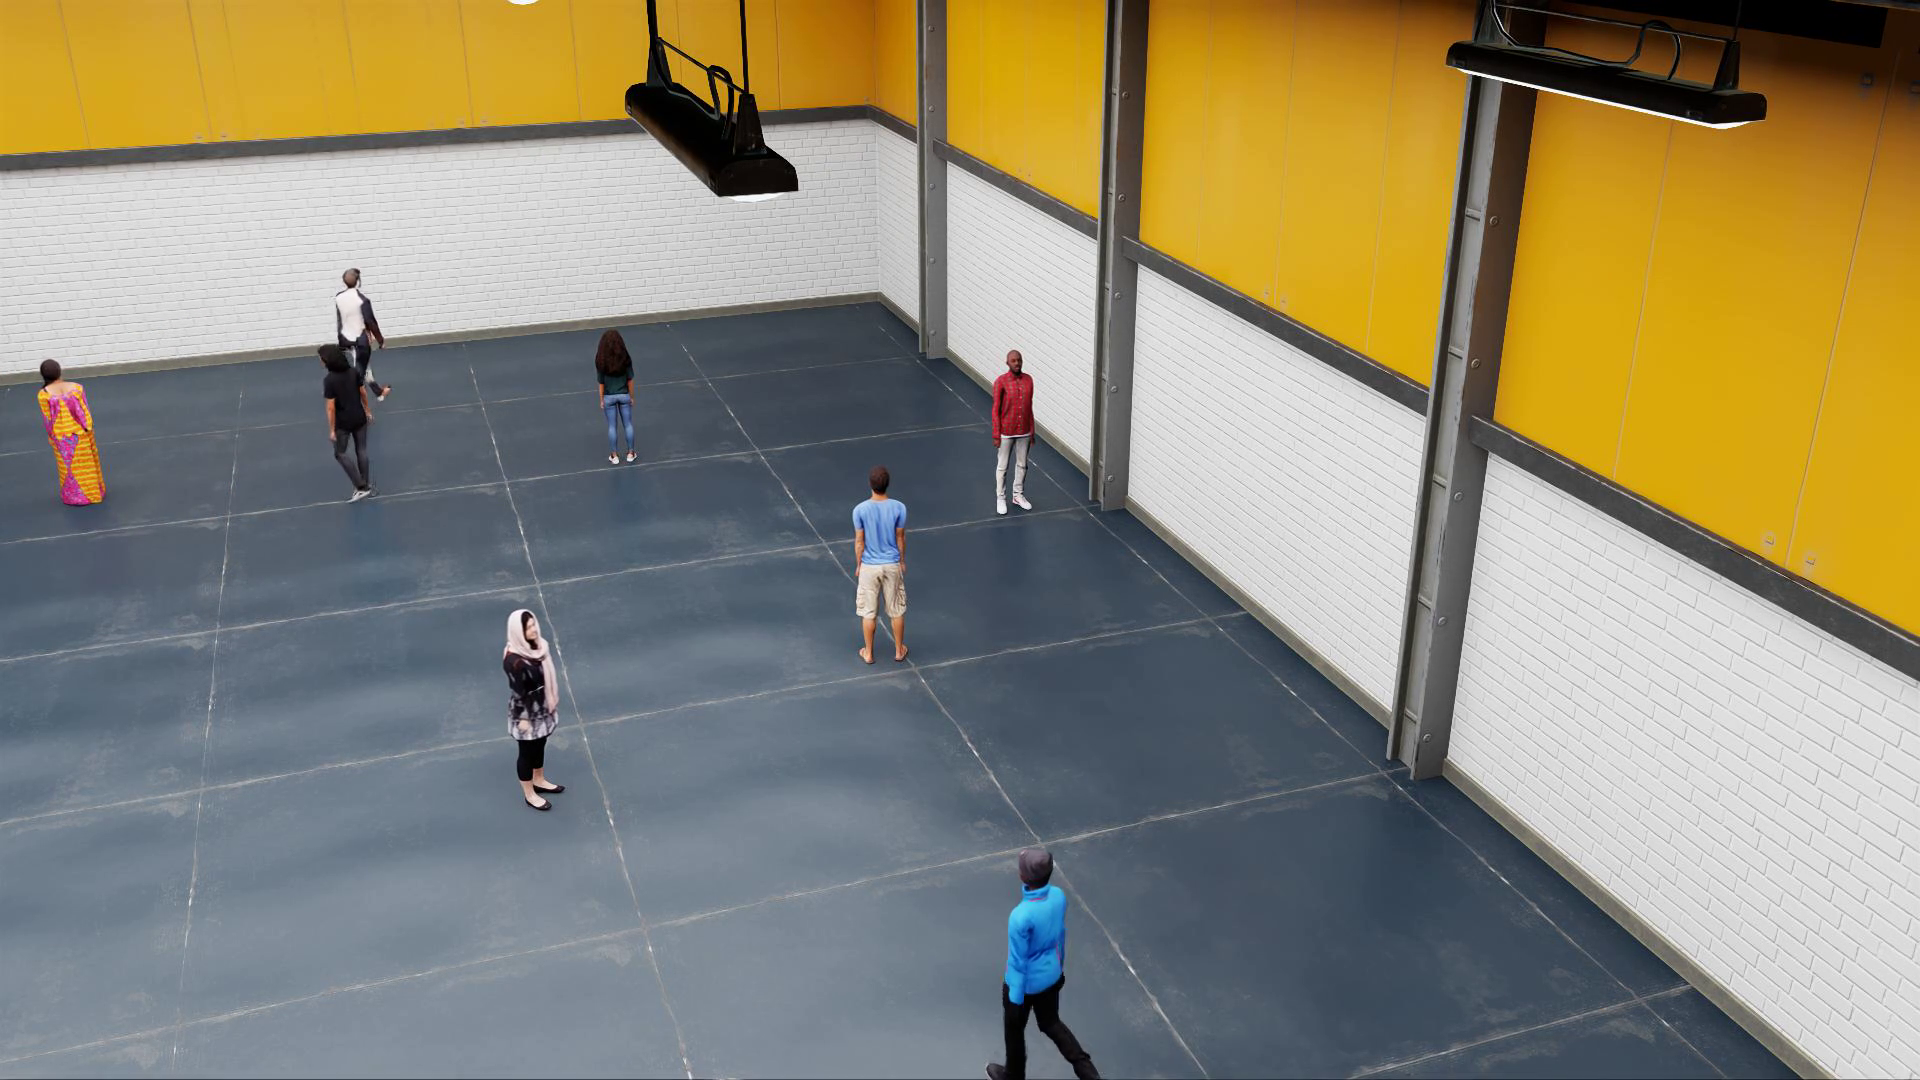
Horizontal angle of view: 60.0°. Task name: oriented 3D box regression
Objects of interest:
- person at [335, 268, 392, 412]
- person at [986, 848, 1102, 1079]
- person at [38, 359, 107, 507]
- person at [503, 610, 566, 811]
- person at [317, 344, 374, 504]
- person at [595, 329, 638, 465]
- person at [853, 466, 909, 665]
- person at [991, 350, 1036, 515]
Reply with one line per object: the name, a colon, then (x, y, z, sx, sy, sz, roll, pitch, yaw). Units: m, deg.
person: (-7.719, -2.469, 21.143, 1.174, 1.844, 1.222, 11, 26, 23)
person: (0.502, 2.590, 9.656, 1.140, 1.775, 0.936, 19, 30, 37)
person: (-9.922, -1.230, 18.504, 0.742, 1.688, 0.774, -20, 31, -38)
person: (-3.312, 1.280, 12.826, 0.808, 1.638, 0.722, 5, 24, 12)
person: (-6.823, -1.337, 18.599, 0.877, 1.808, 0.870, -17, 29, -33)
person: (-4.065, -1.703, 19.675, 0.605, 1.616, 0.599, -7, 25, -15)
person: (-0.708, 0.225, 14.955, 0.684, 1.864, 0.624, -4, 24, -8)
person: (0.584, -1.221, 18.320, 0.659, 1.820, 0.576, -9, 25, -20)
